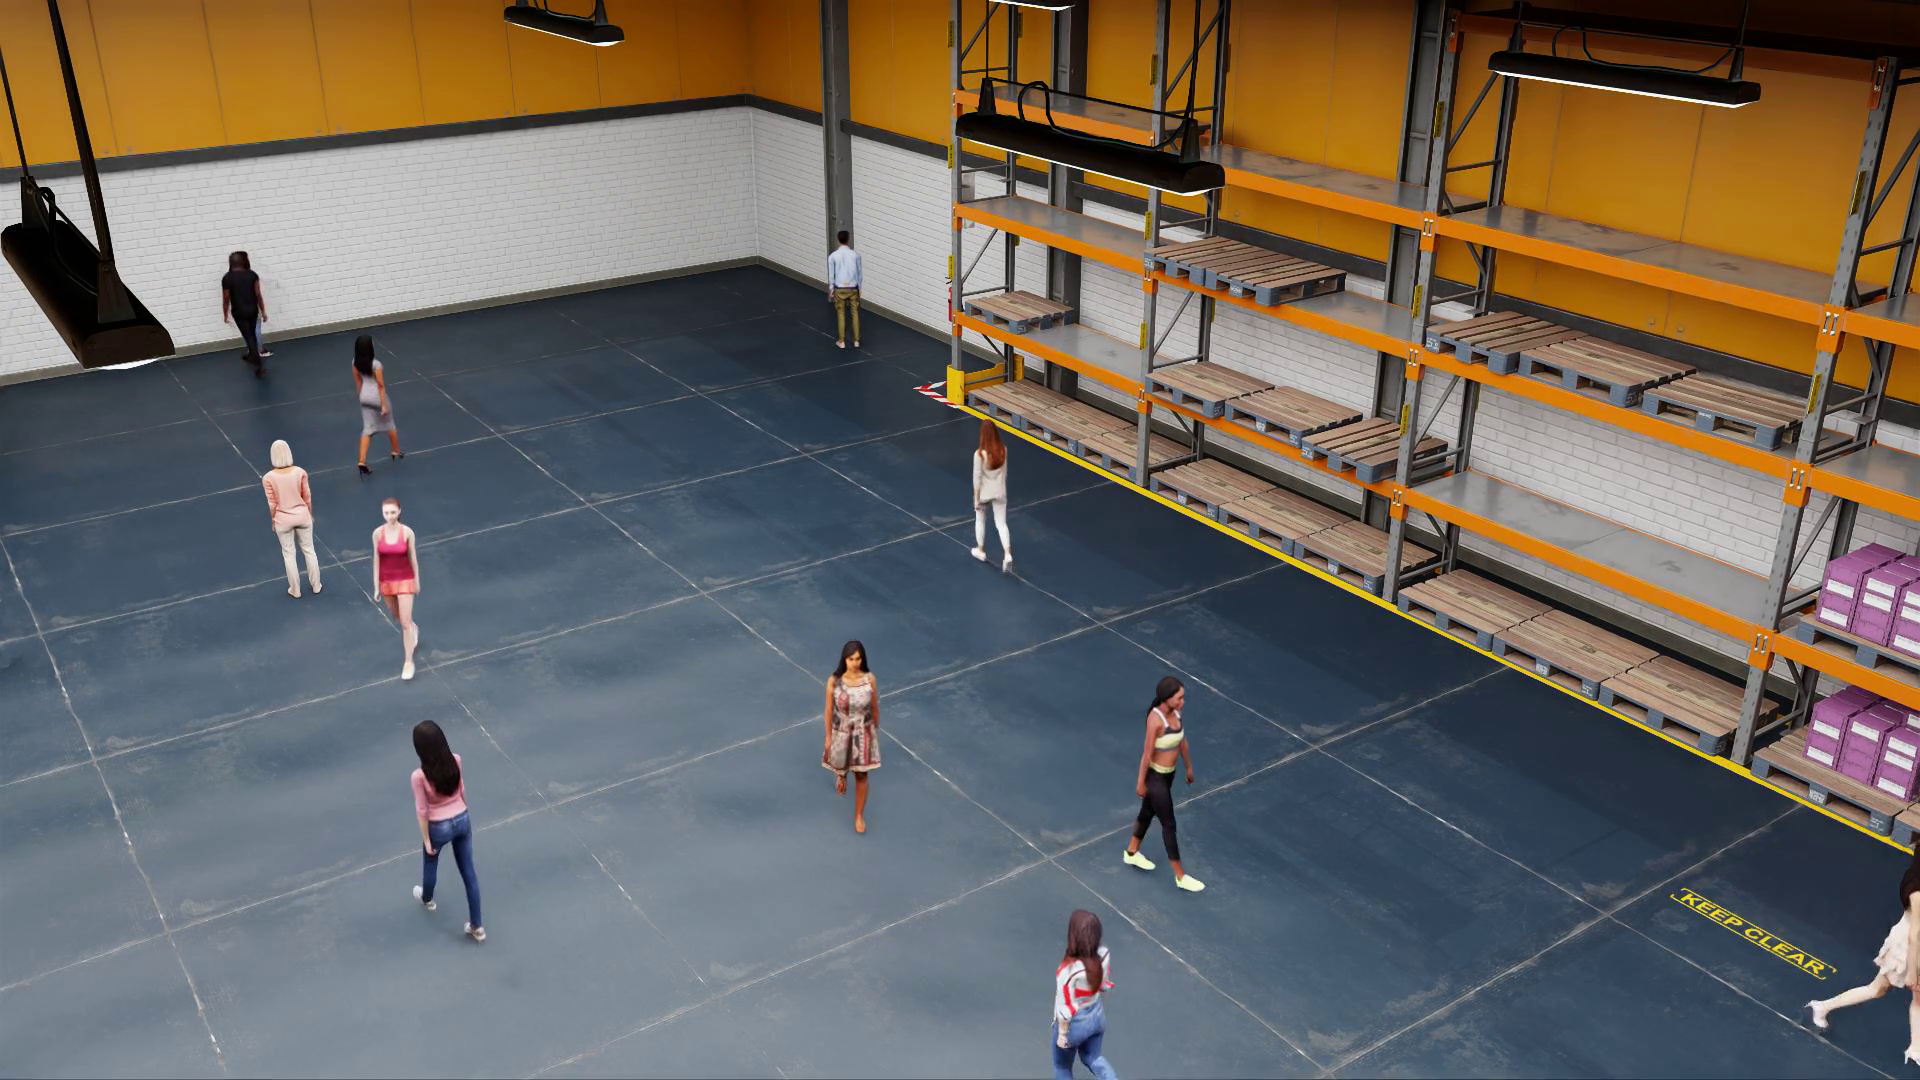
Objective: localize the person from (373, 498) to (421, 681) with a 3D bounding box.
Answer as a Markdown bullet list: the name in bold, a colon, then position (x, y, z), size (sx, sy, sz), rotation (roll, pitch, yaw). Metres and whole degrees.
- **person**: position (-5.396, 0.392, 15.983), size (0.971, 1.722, 1.184), rotation (-1, 24, -2)

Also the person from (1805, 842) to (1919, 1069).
- **person**: position (6.050, 2.662, 10.817), size (1.128, 1.701, 0.833), rotation (16, 28, 32)

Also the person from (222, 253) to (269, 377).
- **person**: position (-10.380, -3.246, 24.245), size (0.806, 1.769, 1.228), rotation (-21, 31, -39)

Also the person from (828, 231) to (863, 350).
- **person**: position (-1.746, -3.858, 25.595), size (0.750, 1.809, 0.714), rotation (-4, 24, -10)

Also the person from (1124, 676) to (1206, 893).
- **person**: position (1.447, 1.805, 12.749), size (1.066, 1.723, 0.801), rotation (17, 29, 34)

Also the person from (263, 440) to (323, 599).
- **person**: position (-6.989, -0.230, 17.401), size (0.605, 1.726, 0.524), rotation (-14, 27, -29)

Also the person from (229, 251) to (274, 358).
- **person**: position (-10.774, -3.581, 25.201), size (0.668, 1.617, 0.759), rotation (12, 26, 26)

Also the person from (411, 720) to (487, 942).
- **person**: position (-3.660, 2.124, 12.032), size (0.686, 1.713, 1.060), rotation (-20, 30, -38)

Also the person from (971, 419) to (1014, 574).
- **person**: position (0.379, -0.463, 17.990), size (0.761, 1.681, 1.092), rotation (-9, 25, -19)

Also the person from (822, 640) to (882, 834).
- **person**: position (-0.883, 1.530, 13.490), size (0.853, 1.634, 0.988), rotation (-4, 24, -9)

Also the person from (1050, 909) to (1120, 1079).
- **person**: position (0.802, 2.989, 10.196), size (0.675, 1.597, 0.945), rotation (-21, 31, -39)

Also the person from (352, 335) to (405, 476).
- **person**: position (-7.320, -1.635, 20.599), size (1.089, 1.739, 1.102), rotation (6, 24, 14)
